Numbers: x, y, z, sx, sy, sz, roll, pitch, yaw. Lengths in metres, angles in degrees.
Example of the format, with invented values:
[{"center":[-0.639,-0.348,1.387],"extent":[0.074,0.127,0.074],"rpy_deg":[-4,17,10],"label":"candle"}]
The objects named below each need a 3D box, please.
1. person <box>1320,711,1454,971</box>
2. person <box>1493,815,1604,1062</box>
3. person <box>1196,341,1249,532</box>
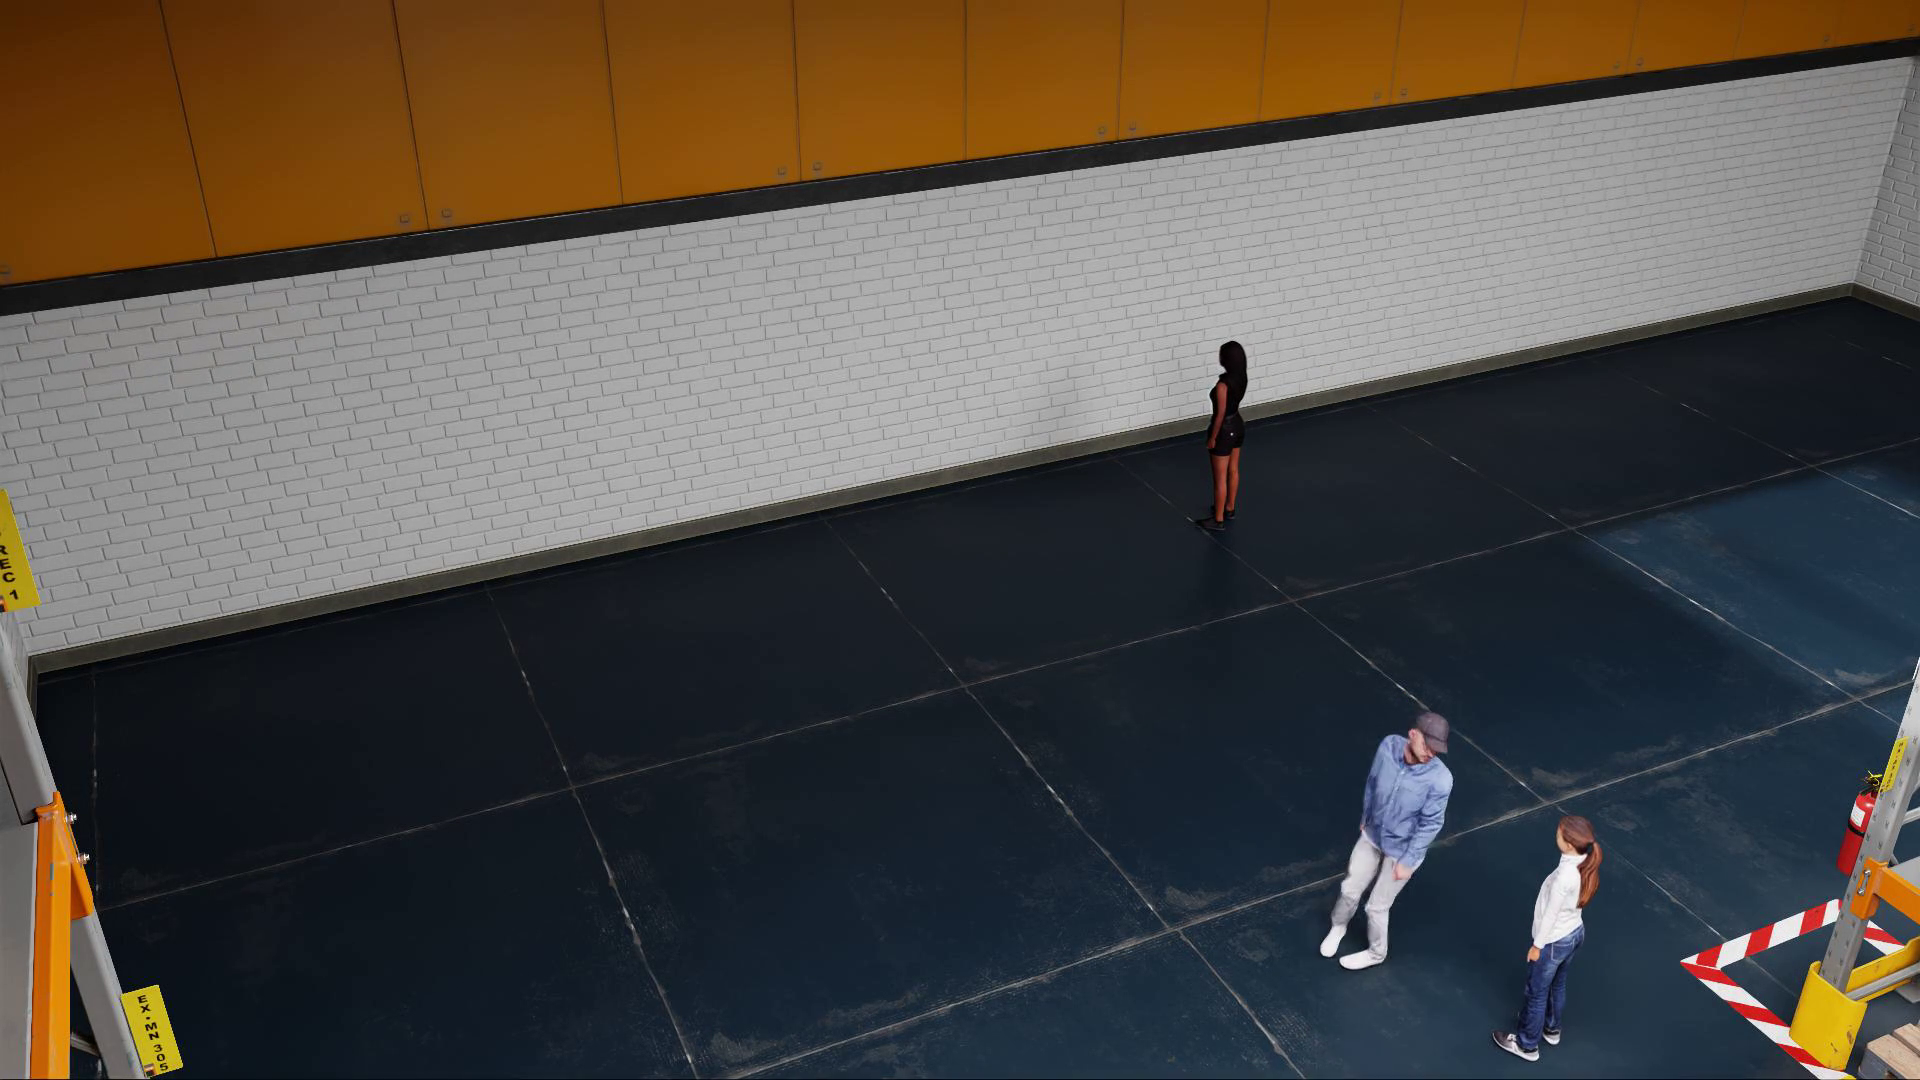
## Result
[{"center":[2.537,1.737,9.570],"extent":[0.883,1.836,0.660],"rpy_deg":[-13,31,-23],"label":"person"},{"center":[3.270,2.167,9.076],"extent":[0.641,1.555,0.617],"rpy_deg":[25,37,38],"label":"person"},{"center":[2.327,-0.922,14.542],"extent":[0.691,1.743,0.678],"rpy_deg":[17,33,29],"label":"person"}]
